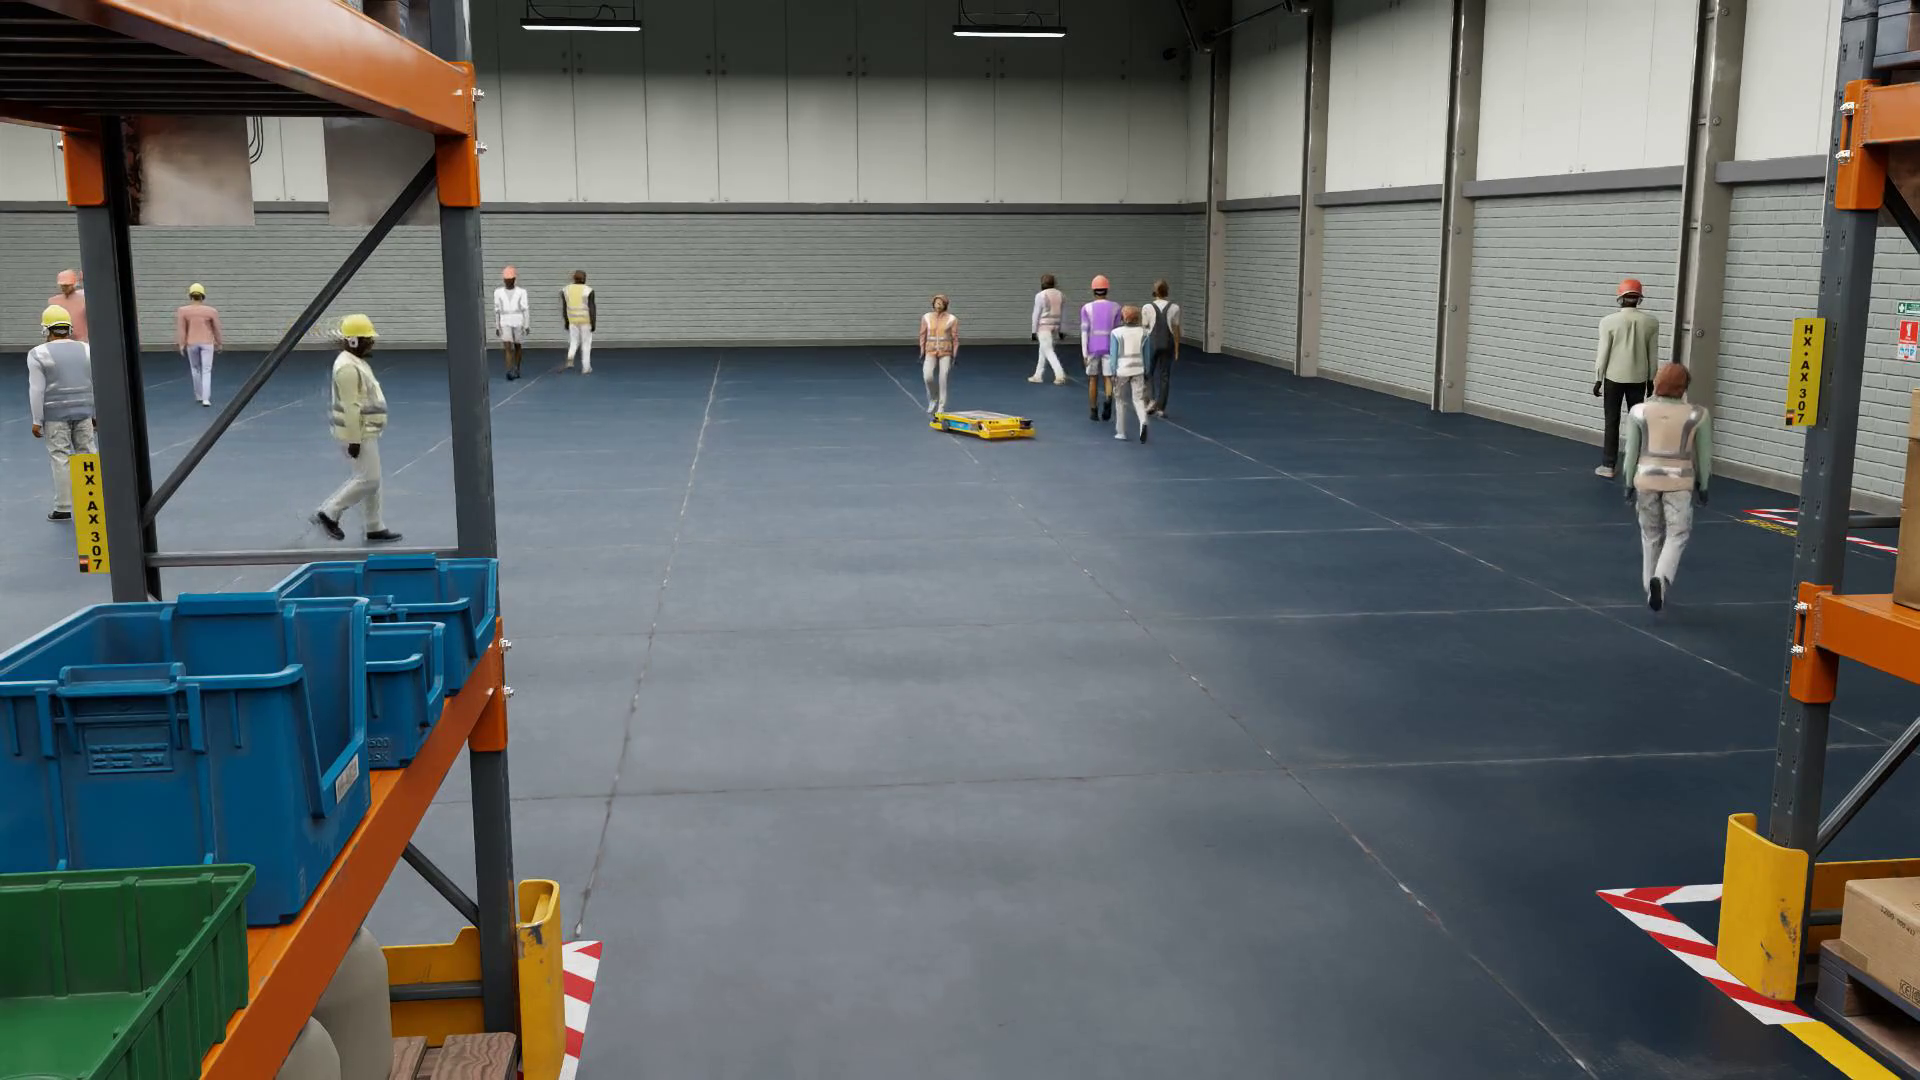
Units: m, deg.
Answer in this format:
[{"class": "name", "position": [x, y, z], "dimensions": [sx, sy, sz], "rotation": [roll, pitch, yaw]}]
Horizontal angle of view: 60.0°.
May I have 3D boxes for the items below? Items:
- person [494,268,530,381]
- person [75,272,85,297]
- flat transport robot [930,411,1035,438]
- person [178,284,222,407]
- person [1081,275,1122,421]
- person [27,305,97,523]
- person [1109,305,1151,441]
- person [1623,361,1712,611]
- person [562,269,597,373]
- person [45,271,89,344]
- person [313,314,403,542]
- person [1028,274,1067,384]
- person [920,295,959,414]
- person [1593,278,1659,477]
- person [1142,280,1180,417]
[{"class": "person", "position": [-7.557, -3.643, 28.082], "dimensions": [0.564, 1.884, 0.980], "rotation": [-2, 11, -13]}, {"class": "person", "position": [-13.281, -3.202, 25.510], "dimensions": [0.552, 1.937, 0.356], "rotation": [0, 10, 2]}, {"class": "flat transport robot", "position": [0.260, -1.430, 20.364], "dimensions": [0.652, 0.197, 1.431], "rotation": [-6, 12, -30]}, {"class": "person", "position": [-10.866, -2.794, 23.825], "dimensions": [0.548, 1.719, 0.903], "rotation": [-3, 11, -17]}, {"class": "person", "position": [1.840, -2.476, 21.596], "dimensions": [0.554, 1.917, 0.690], "rotation": [0, 10, 1]}, {"class": "person", "position": [-7.573, -1.065, 14.083], "dimensions": [0.404, 1.833, 0.590], "rotation": [7, 12, 34]}, {"class": "person", "position": [2.020, -1.950, 19.541], "dimensions": [0.522, 1.616, 0.690], "rotation": [-2, 11, -13]}, {"class": "person", "position": [4.511, -0.337, 10.667], "dimensions": [0.526, 1.615, 0.644], "rotation": [7, 12, 33]}, {"class": "person", "position": [-6.726, -3.869, 29.448], "dimensions": [0.638, 1.833, 0.521], "rotation": [2, 11, 12]}, {"class": "person", "position": [-12.332, -2.755, 23.088], "dimensions": [0.617, 1.933, 1.046], "rotation": [0, 10, 1]}, {"class": "person", "position": [-4.725, -0.854, 12.982], "dimensions": [0.548, 1.815, 0.595], "rotation": [-3, 11, -14]}, {"class": "person", "position": [1.462, -3.461, 27.302], "dimensions": [0.632, 1.808, 0.910], "rotation": [-10, 14, -44]}, {"class": "person", "position": [-0.287, -2.504, 22.519], "dimensions": [0.551, 1.621, 0.405], "rotation": [1, 10, 8]}, {"class": "person", "position": [6.680, -1.628, 16.722], "dimensions": [0.623, 1.992, 0.396], "rotation": [0, 10, 0]}, {"class": "person", "position": [2.679, -2.551, 22.217], "dimensions": [0.537, 1.836, 0.402], "rotation": [0, 10, 2]}]
